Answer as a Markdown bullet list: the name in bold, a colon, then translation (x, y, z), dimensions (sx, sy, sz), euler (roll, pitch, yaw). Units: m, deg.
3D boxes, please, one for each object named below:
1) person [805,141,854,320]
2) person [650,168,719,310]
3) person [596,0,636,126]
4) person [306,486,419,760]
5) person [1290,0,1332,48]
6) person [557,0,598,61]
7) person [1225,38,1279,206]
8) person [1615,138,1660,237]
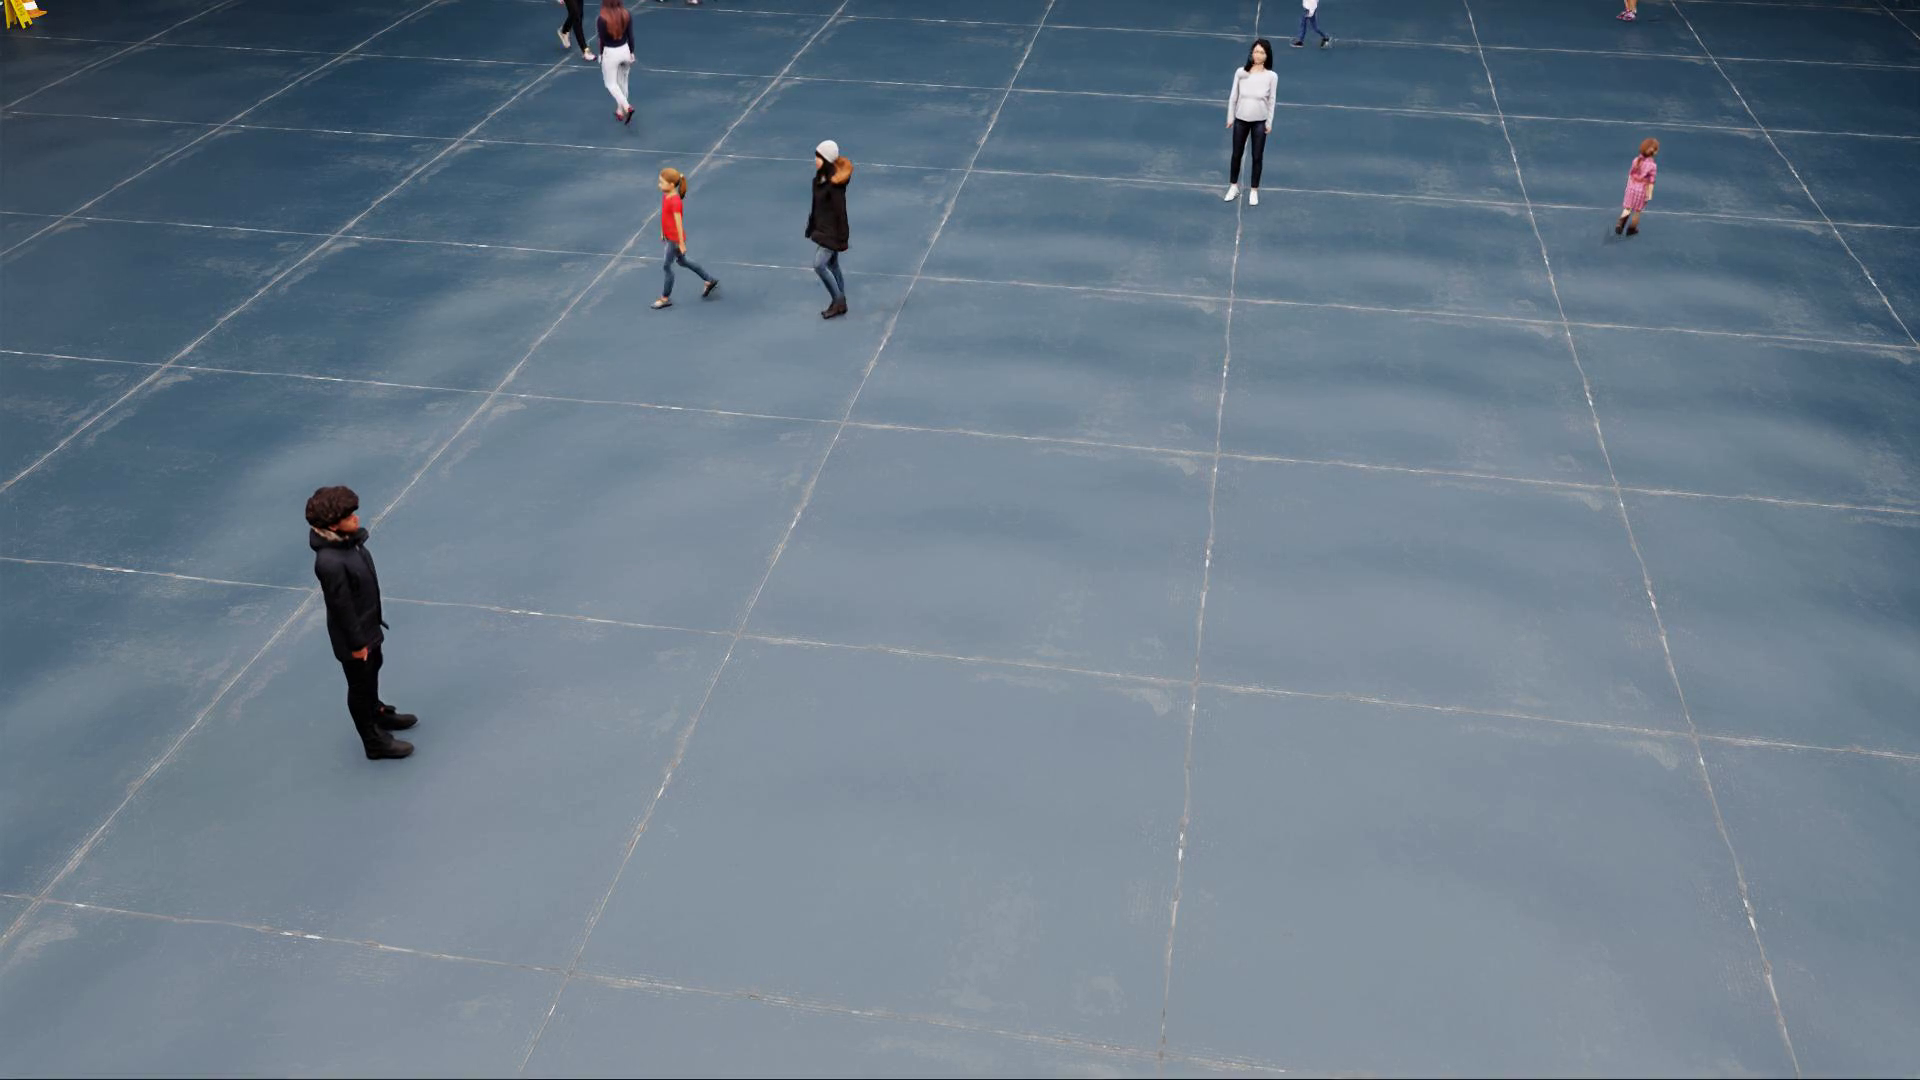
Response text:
- **person**: translation (-1.090, -2.760, 14.793), dimensions (0.778, 1.624, 0.747), euler (-11, 34, -17)
- **person**: translation (-2.523, -2.751, 15.092), dimensions (0.944, 1.290, 0.768), euler (-11, 34, -17)
- **person**: translation (-3.985, -5.606, 19.333), dimensions (0.926, 1.595, 0.998), euler (-21, 38, -30)
- **person**: translation (-3.480, 0.467, 9.541), dimensions (0.686, 1.771, 0.703), euler (-5, 33, -7)
- **person**: translation (4.739, -7.112, 22.187), dimensions (0.783, 1.096, 0.528), euler (0, 32, -1)
- **person**: translation (-5.108, -7.178, 21.695), dimensions (1.221, 1.734, 1.008), euler (24, 39, 33)
- **person**: translation (3.024, -4.354, 17.233), dimensions (0.550, 1.717, 0.709), euler (10, 34, 16)
- **person**: translation (6.719, -3.491, 16.525), dimensions (0.648, 1.013, 0.597), euler (-24, 39, -32)
